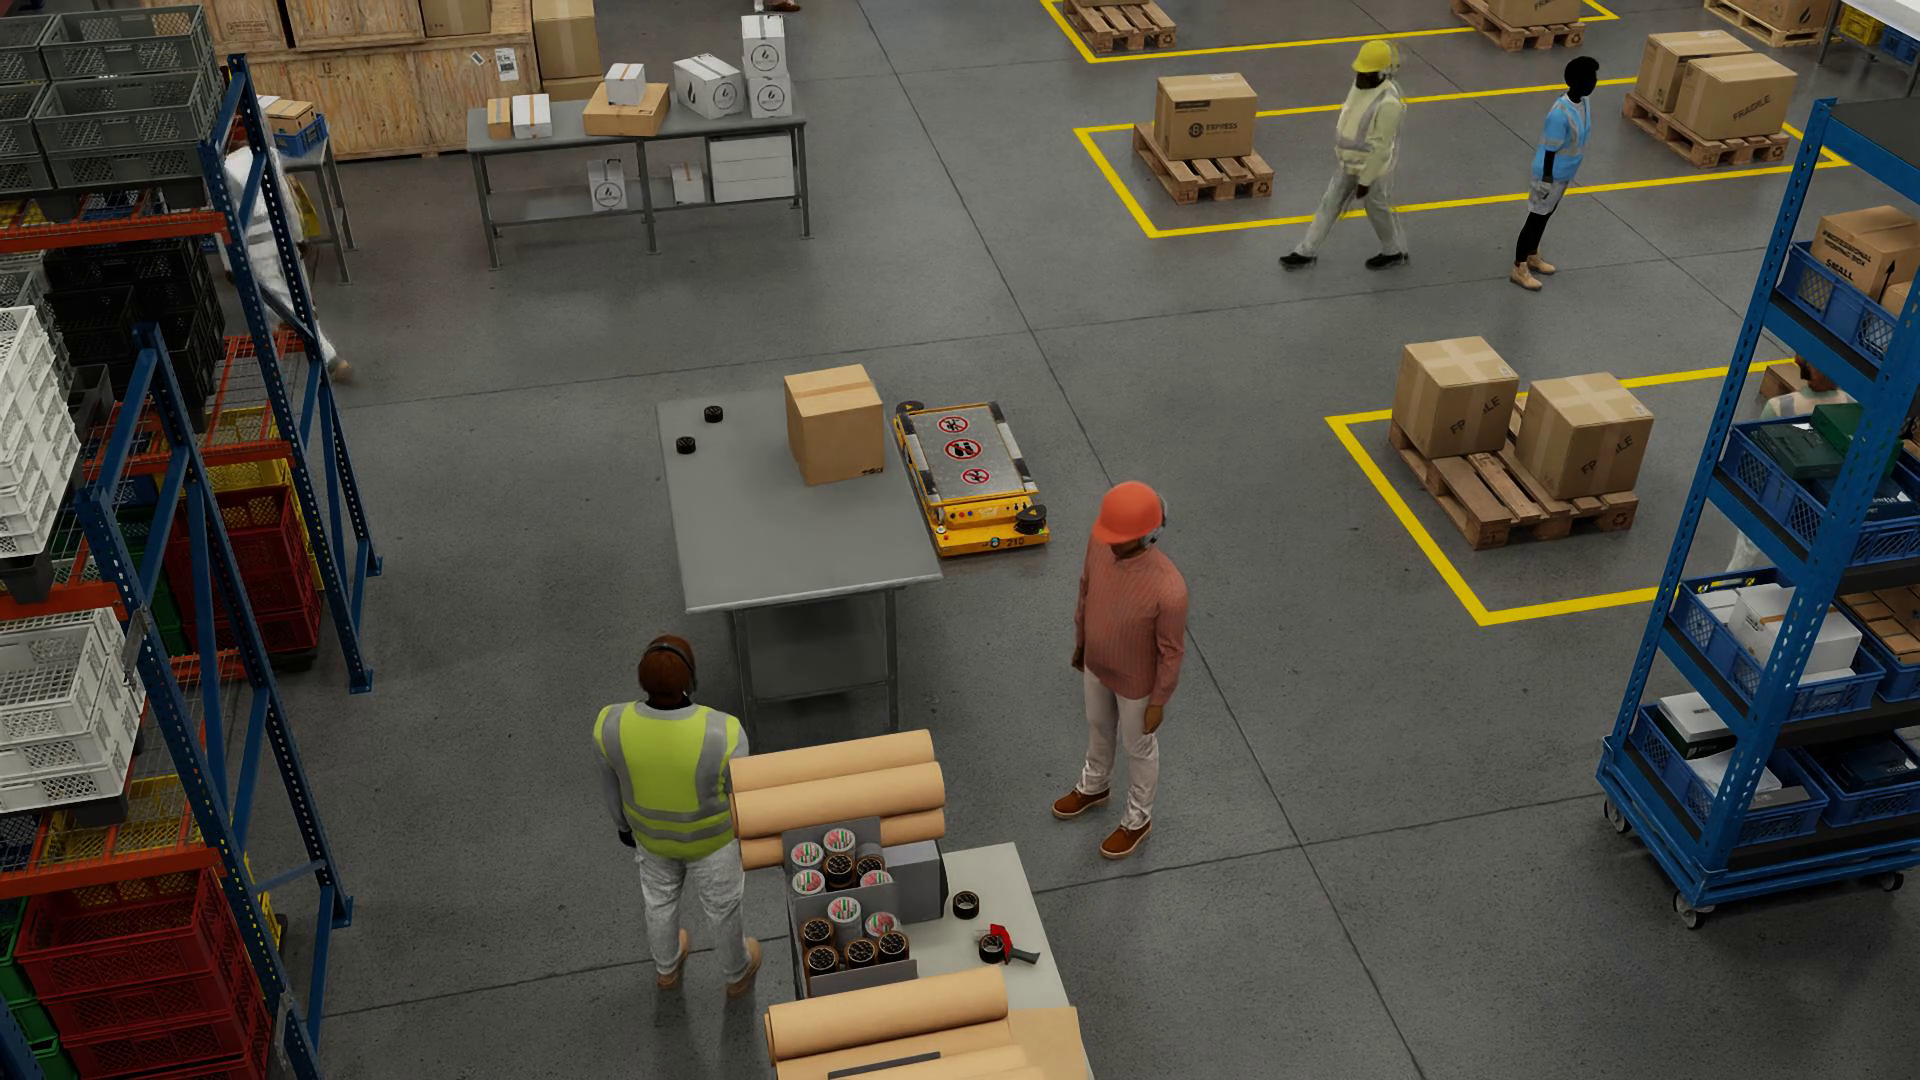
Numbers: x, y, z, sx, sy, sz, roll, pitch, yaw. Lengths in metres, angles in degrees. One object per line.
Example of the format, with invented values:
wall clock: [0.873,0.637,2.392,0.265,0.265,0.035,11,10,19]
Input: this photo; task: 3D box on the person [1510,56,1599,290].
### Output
person: [4.260,-2.631,11.879,0.317,1.695,0.540,23,43,28]

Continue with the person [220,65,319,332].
person: [-4.728,-2.317,11.314,0.328,1.873,0.519,-12,38,-15]

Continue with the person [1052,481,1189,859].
person: [0.709,0.563,7.343,0.382,1.993,0.609,-25,43,-30]

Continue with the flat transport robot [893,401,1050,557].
flat transport robot: [0.046,-0.430,10.108,0.652,0.197,1.431,-8,37,-10]

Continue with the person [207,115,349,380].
person: [-4.491,-1.906,10.790,0.968,1.848,0.591,15,39,20]

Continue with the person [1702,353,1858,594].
person: [4.358,-0.306,8.809,0.513,1.635,0.311,-3,37,-4]

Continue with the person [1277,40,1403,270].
person: [2.895,-2.740,11.968,0.939,1.777,0.595,-8,37,-11]

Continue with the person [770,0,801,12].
person: [-1.755,-6.186,16.512,0.440,1.878,0.689,-1,37,-1]

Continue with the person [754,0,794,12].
person: [-1.923,-6.285,16.612,0.588,1.913,0.391,-13,39,-17]

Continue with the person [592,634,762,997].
person: [-1.099,1.139,6.703,0.631,1.836,0.429,5,37,7]
